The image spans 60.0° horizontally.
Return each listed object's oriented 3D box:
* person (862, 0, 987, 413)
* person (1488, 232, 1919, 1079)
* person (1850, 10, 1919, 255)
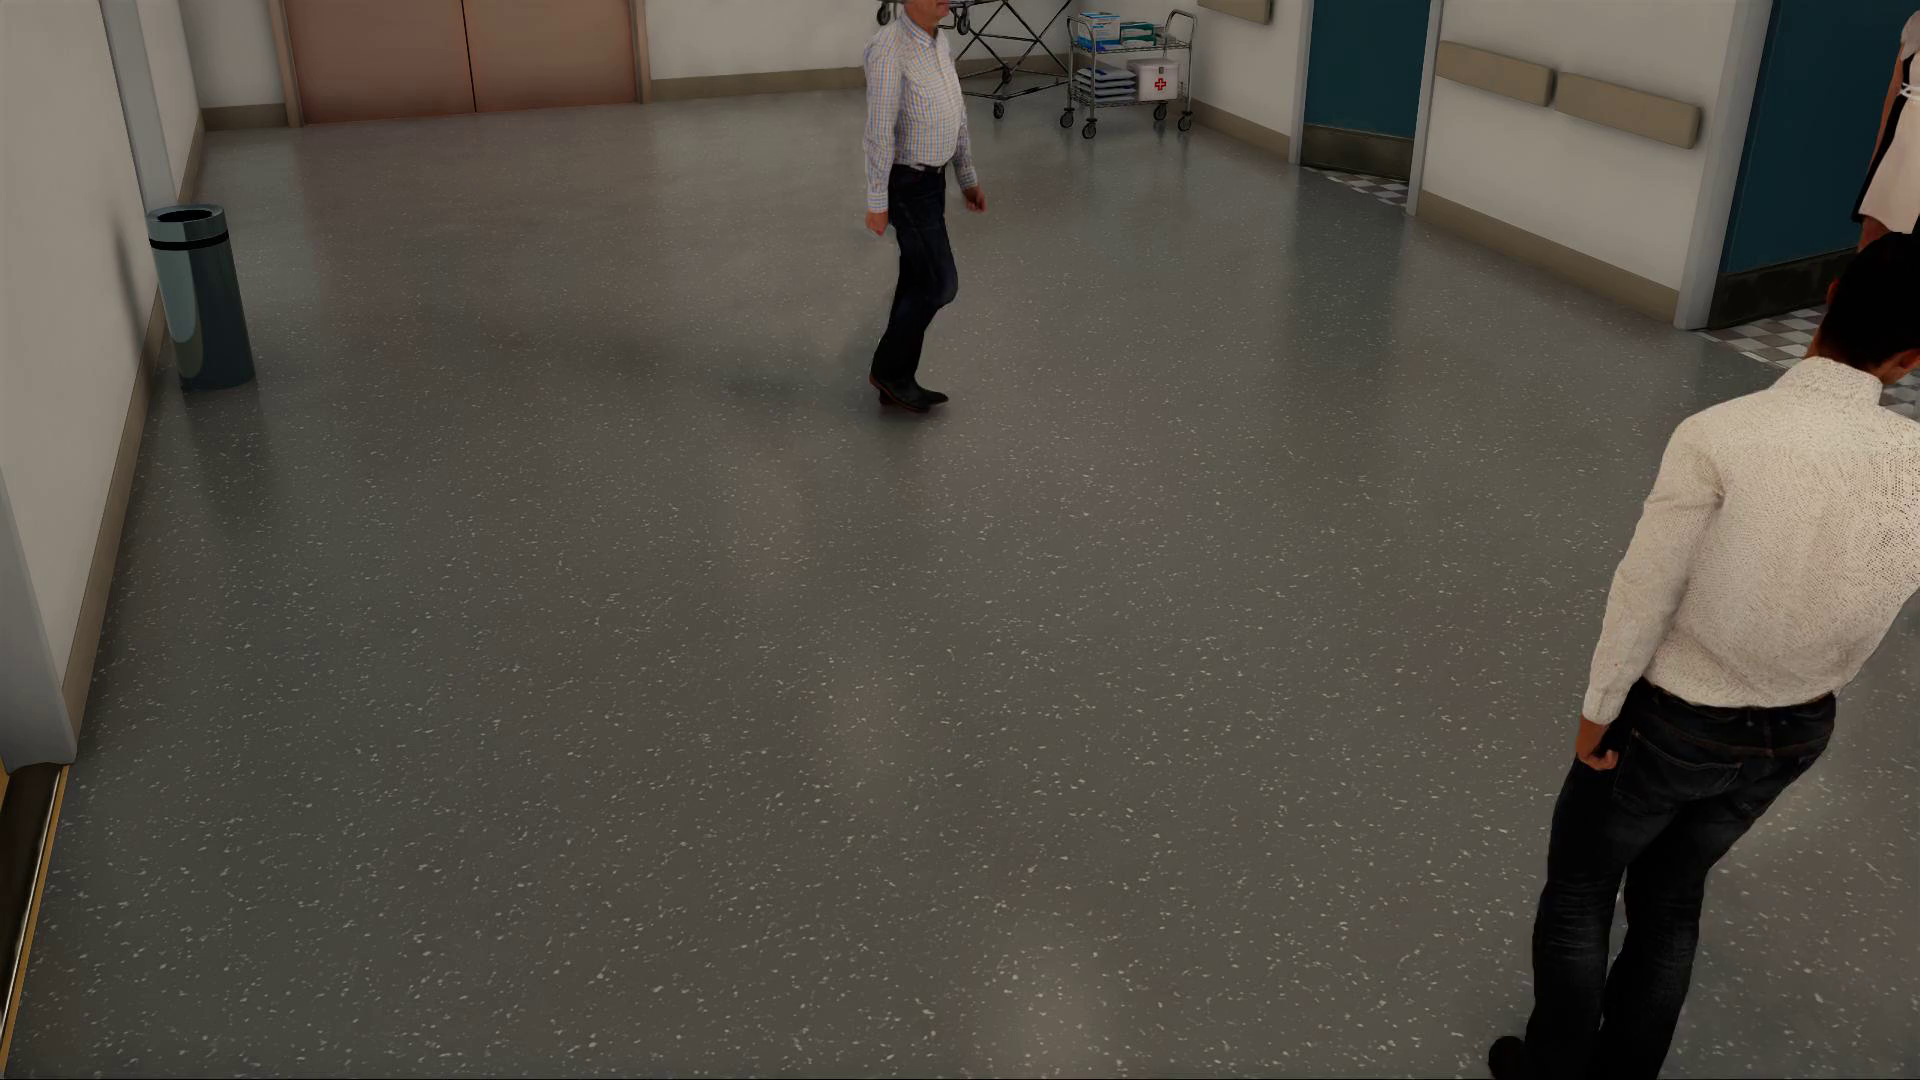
[{"bbox_3d":[-0.249,-1.374,6.425,0.832,1.802,0.764,10,28,21],"label":"person"},{"bbox_3d":[1.346,0.374,2.843,0.754,1.763,0.724,-7,27,-14],"label":"person"},{"bbox_3d":[4.104,-1.615,6.999,0.848,1.737,0.782,-23,34,-40],"label":"person"}]
